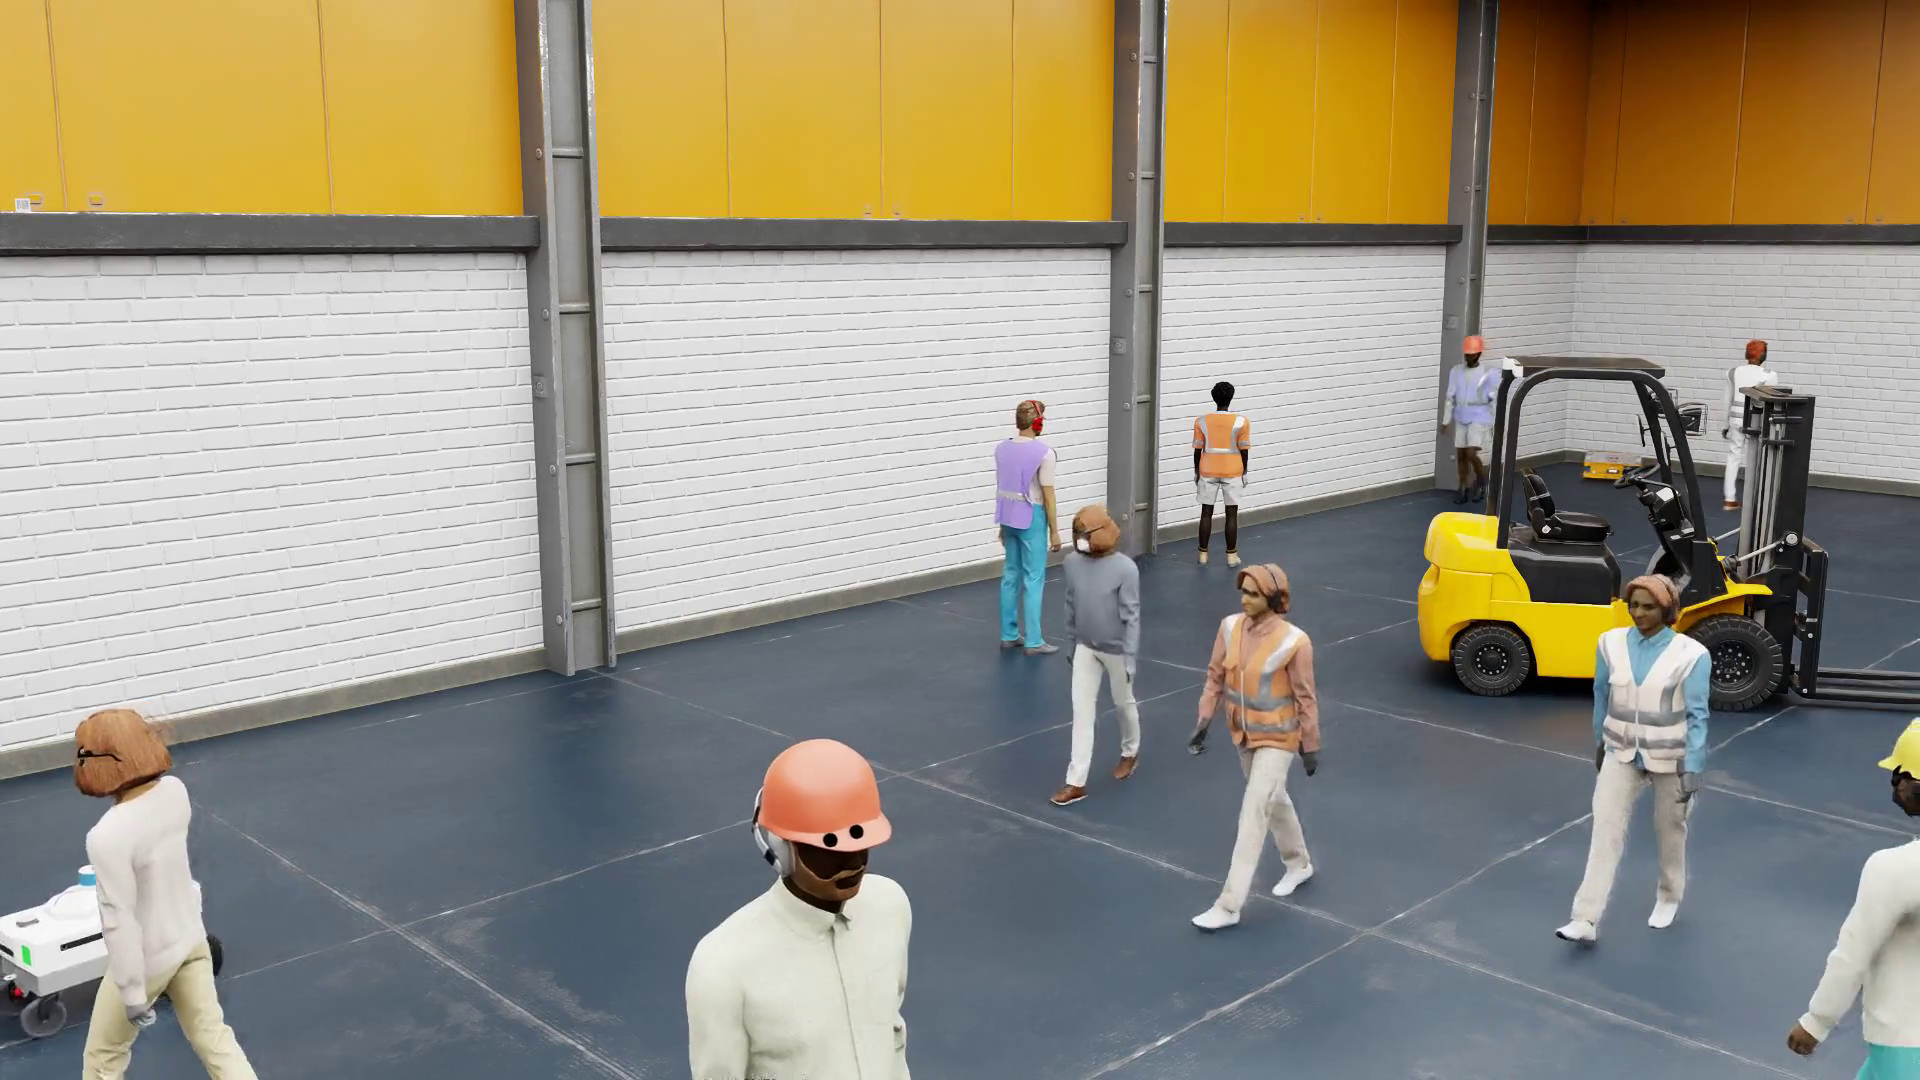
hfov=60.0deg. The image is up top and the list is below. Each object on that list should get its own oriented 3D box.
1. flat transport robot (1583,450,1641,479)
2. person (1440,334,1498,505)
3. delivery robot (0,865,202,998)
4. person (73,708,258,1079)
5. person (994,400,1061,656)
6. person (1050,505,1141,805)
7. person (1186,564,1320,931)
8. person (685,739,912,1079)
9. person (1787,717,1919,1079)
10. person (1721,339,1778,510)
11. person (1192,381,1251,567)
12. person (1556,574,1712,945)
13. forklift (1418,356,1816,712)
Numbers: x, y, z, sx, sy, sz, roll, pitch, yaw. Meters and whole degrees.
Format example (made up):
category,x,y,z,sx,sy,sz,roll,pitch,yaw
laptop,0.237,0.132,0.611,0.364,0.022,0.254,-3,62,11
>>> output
category,x,y,z,sx,sy,sz,roll,pitch,yaw
flat transport robot,8.208,-0.945,20.927,0.652,0.197,1.431,4,11,21
person,5.680,-1.335,18.563,0.417,1.916,0.569,-10,14,-43
delivery robot,-3.368,1.511,6.502,0.477,0.478,0.707,8,13,38
person,-2.542,1.288,5.161,0.844,1.589,0.500,2,10,8
person,0.458,-0.085,11.959,0.380,1.841,0.566,-9,14,-39
person,0.773,0.591,8.982,0.517,1.583,0.837,7,13,35
person,1.342,0.881,7.364,0.848,1.599,0.514,-7,12,-32
person,-0.298,1.380,3.543,0.395,1.993,0.616,9,14,40
person,2.631,1.331,4.575,0.529,1.718,0.943,-6,12,-29
person,8.604,-1.243,18.150,0.340,1.882,0.584,-9,14,-40
person,2.377,-0.599,15.168,0.535,1.693,0.317,4,11,21
person,2.889,0.937,7.043,0.847,1.592,0.529,-10,14,-43
forklift,4.276,-0.101,11.076,2.313,2.155,1.214,2,11,13
